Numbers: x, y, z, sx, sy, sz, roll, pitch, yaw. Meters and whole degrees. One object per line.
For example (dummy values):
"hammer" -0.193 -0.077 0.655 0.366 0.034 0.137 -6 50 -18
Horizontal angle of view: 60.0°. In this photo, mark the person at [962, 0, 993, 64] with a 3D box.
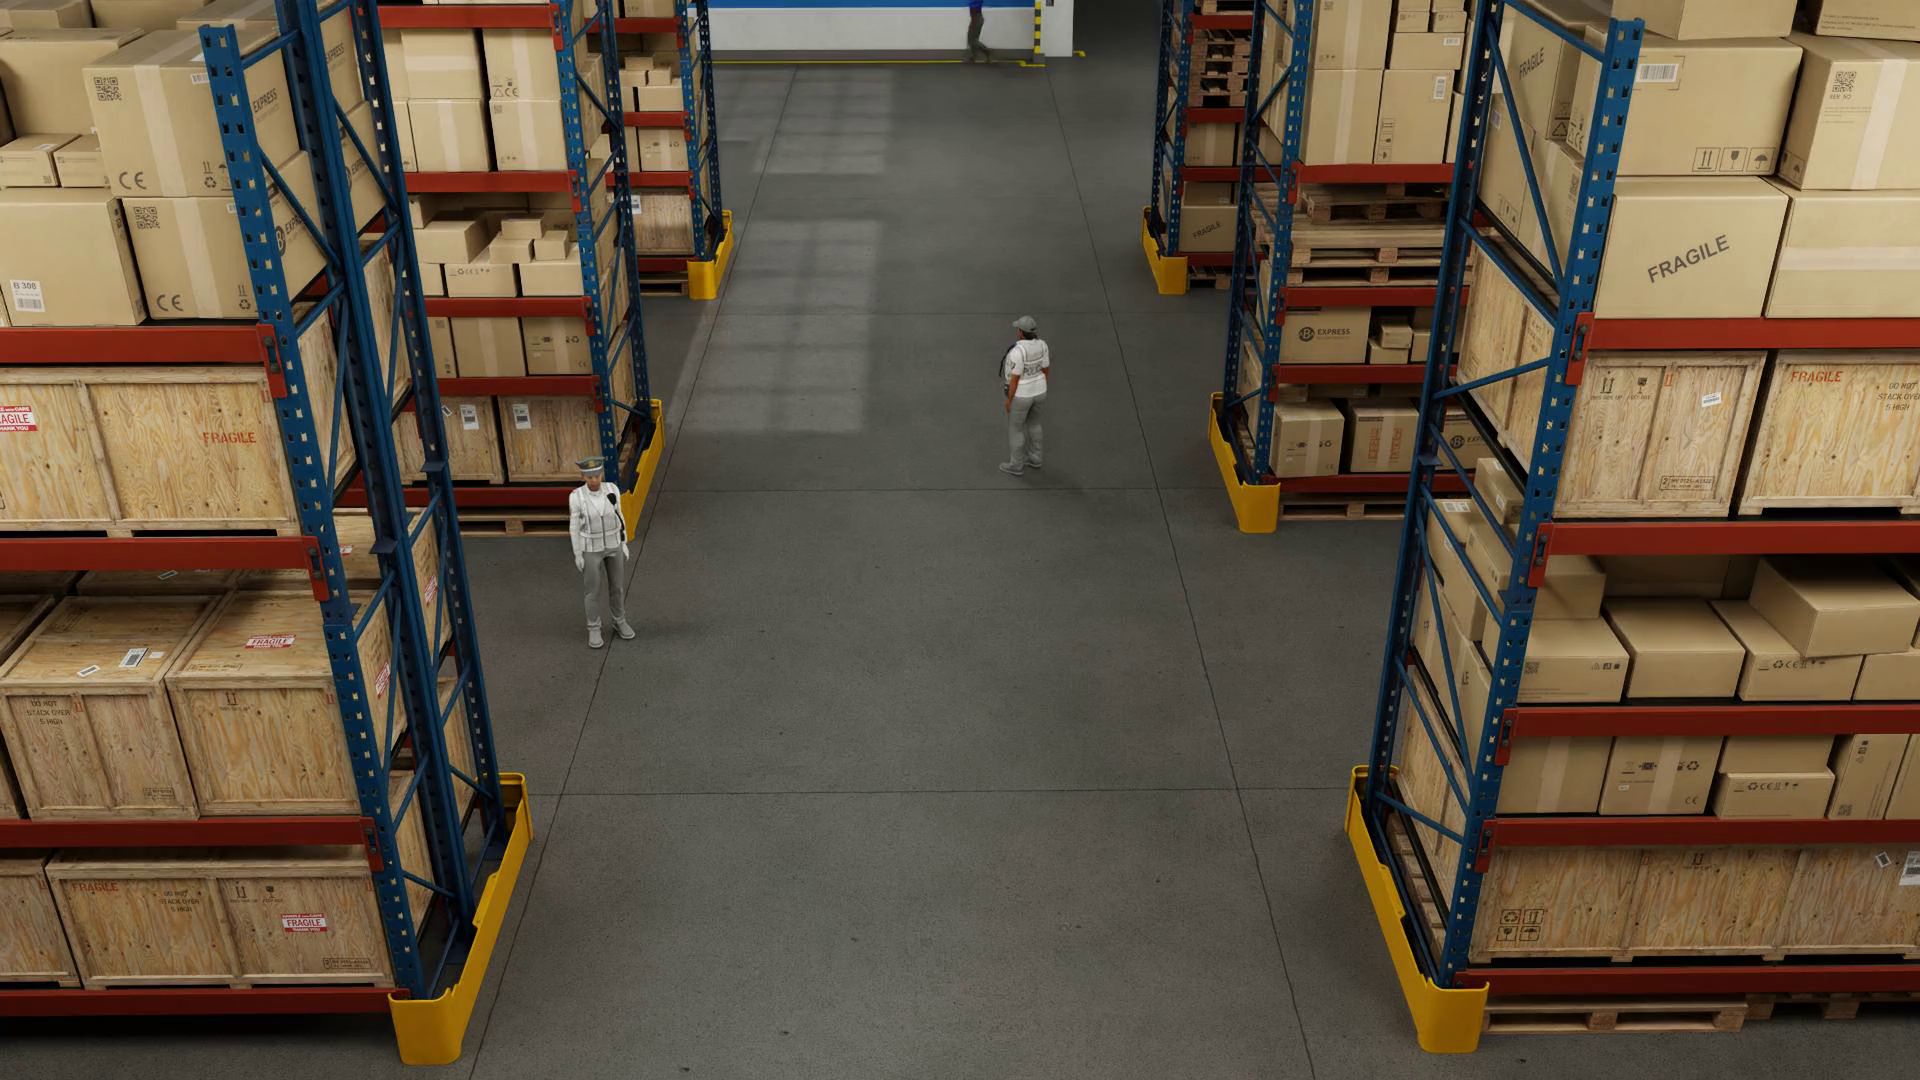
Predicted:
"person" 0.353 -10.366 33.297 0.686 1.646 0.477 7 29 13

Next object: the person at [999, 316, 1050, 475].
"person" 0.646 -1.461 16.730 0.477 1.671 0.392 -22 35 -35

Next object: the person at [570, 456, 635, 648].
"person" -2.987 0.071 13.857 0.465 1.692 0.336 -15 32 -25
